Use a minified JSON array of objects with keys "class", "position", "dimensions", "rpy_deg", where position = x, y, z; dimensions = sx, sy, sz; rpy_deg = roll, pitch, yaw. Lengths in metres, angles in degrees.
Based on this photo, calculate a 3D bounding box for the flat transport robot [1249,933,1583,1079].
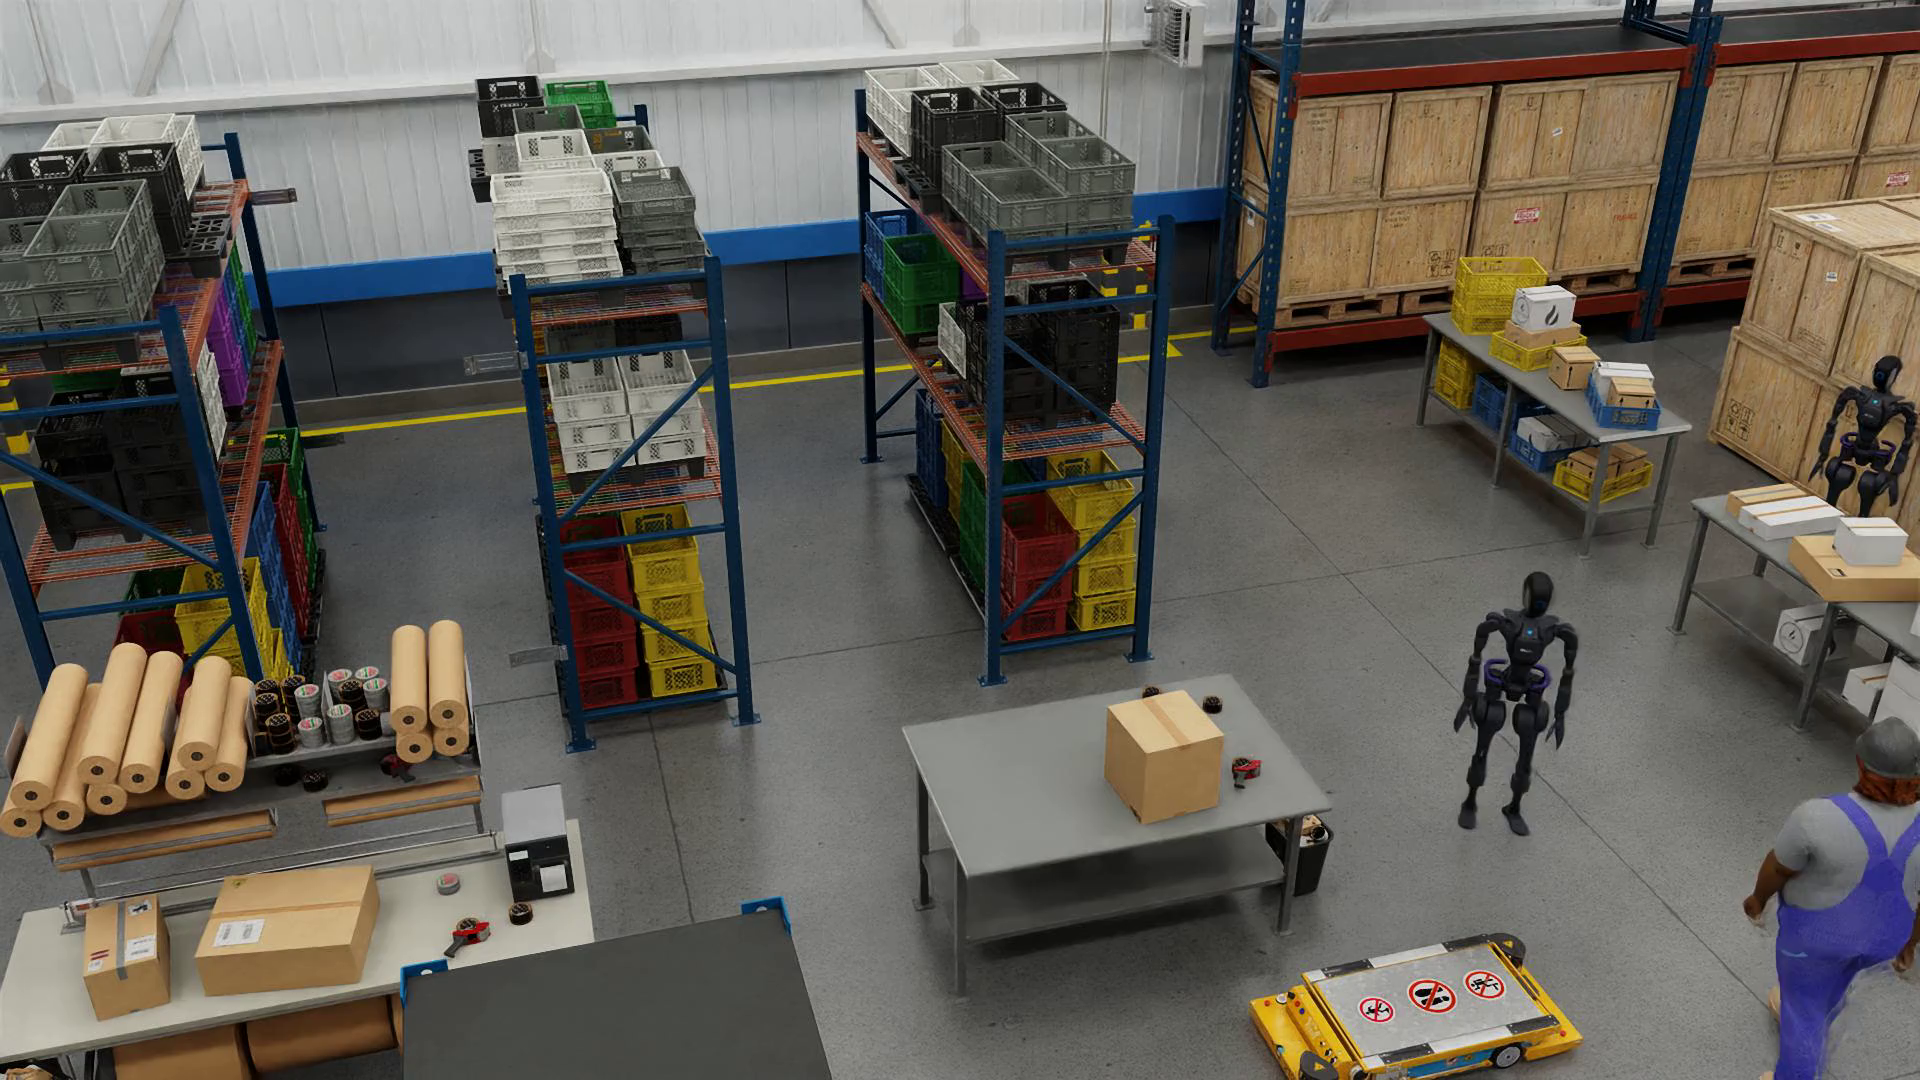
[{"class":"flat transport robot","position":[2.184,2.282,7.980],"dimensions":[1.431,0.197,0.652],"rpy_deg":[-8,30,-14]}]

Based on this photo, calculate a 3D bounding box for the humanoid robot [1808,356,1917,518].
[{"class":"humanoid robot","position":[6.285,-0.510,11.618],"dimensions":[0.581,1.654,0.335],"rpy_deg":[24,37,37]}]

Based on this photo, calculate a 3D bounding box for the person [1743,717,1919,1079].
[{"class":"person","position":[3.860,1.600,7.413],"dimensions":[0.692,2.000,0.927],"rpy_deg":[0,29,0]}]

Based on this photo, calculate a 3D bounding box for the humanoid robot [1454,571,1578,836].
[{"class":"humanoid robot","position":[3.018,0.890,9.074],"dimensions":[0.581,1.651,0.321],"rpy_deg":[7,30,13]}]
